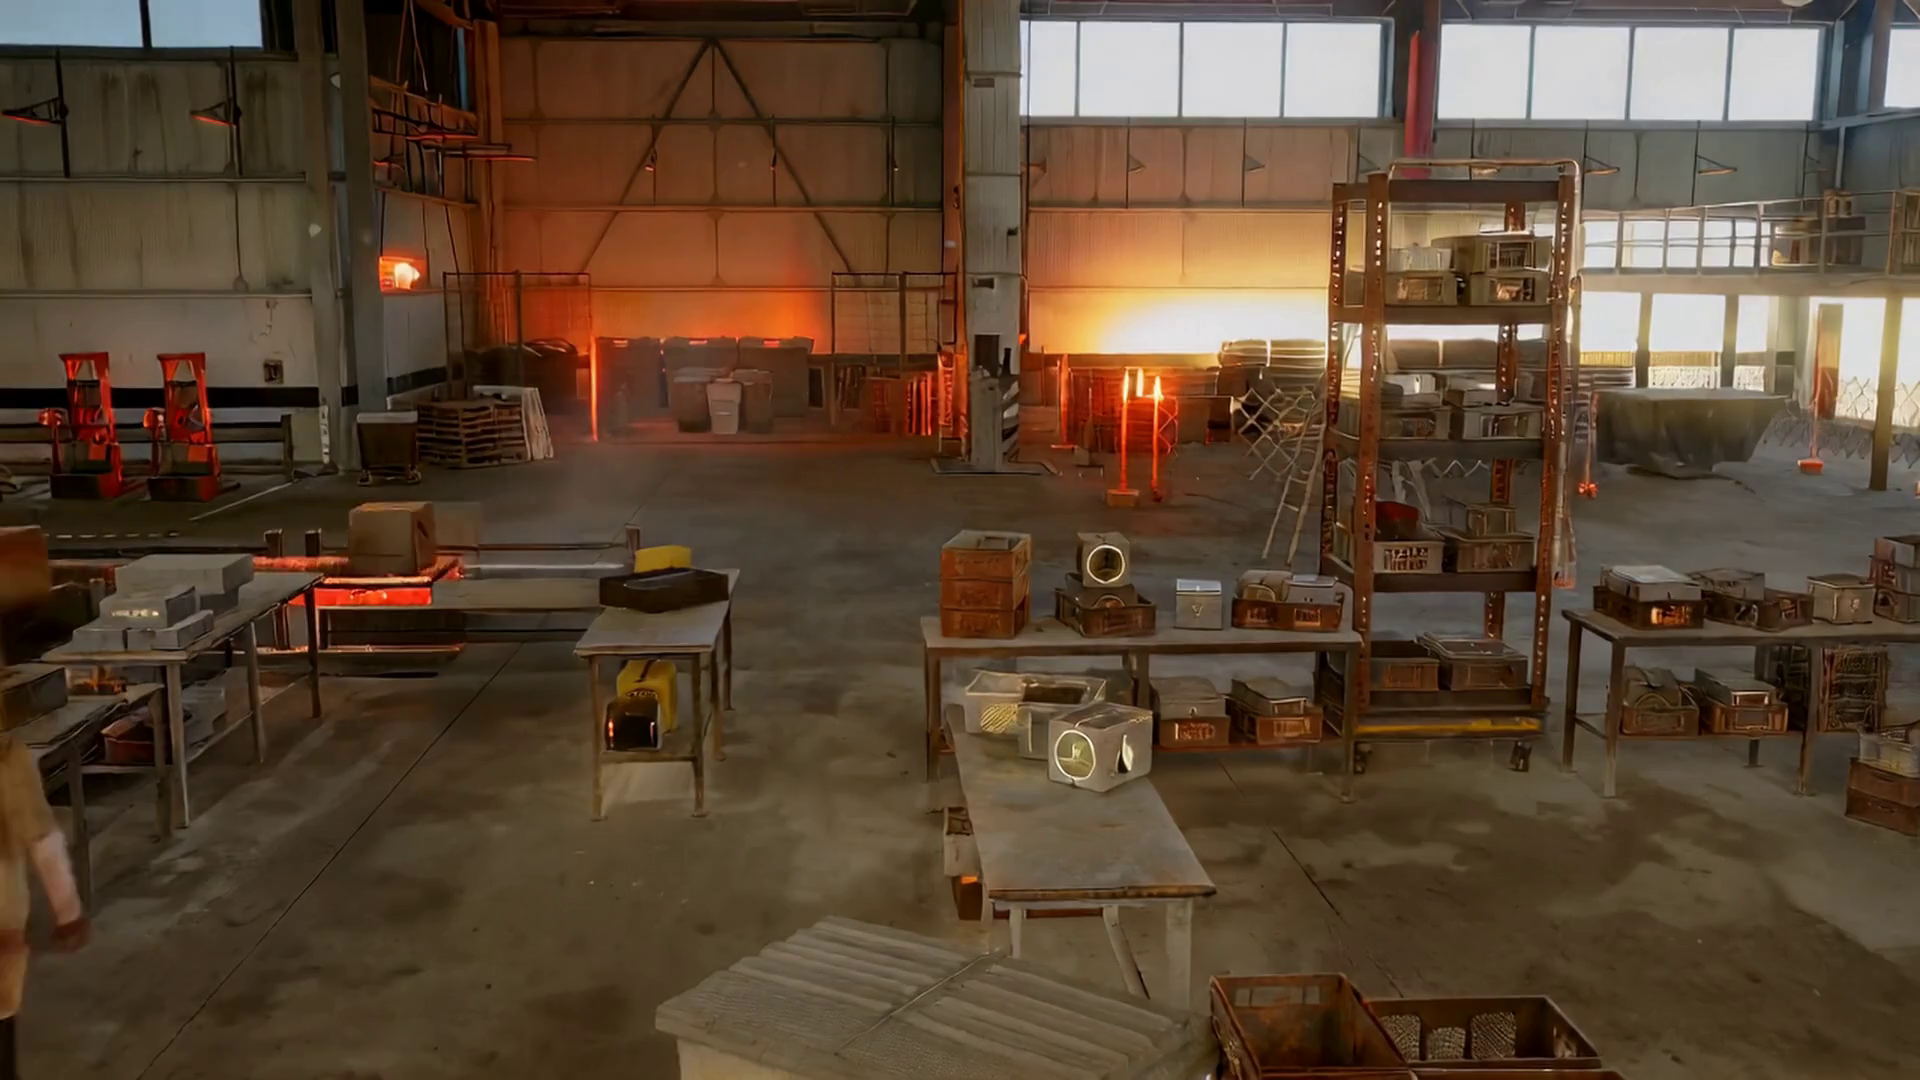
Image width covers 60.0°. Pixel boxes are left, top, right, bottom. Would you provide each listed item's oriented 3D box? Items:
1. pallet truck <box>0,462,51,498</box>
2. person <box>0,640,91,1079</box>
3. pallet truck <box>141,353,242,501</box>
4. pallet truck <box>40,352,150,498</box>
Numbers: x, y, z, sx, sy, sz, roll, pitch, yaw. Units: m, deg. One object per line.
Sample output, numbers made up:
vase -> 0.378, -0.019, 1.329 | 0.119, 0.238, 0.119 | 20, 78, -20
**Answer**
pallet truck -> -13.193, -1.293, 23.148 | 0.653, 1.274, 1.630 | -1, 9, -4
person -> -3.203, 1.205, 5.552 | 0.568, 1.907, 0.737 | 2, 9, 15
pallet truck -> -10.520, -1.604, 22.925 | 0.823, 1.965, 1.885 | -1, 9, -6
pallet truck -> -11.907, -1.642, 23.165 | 0.823, 1.965, 1.885 | 0, 9, 0
